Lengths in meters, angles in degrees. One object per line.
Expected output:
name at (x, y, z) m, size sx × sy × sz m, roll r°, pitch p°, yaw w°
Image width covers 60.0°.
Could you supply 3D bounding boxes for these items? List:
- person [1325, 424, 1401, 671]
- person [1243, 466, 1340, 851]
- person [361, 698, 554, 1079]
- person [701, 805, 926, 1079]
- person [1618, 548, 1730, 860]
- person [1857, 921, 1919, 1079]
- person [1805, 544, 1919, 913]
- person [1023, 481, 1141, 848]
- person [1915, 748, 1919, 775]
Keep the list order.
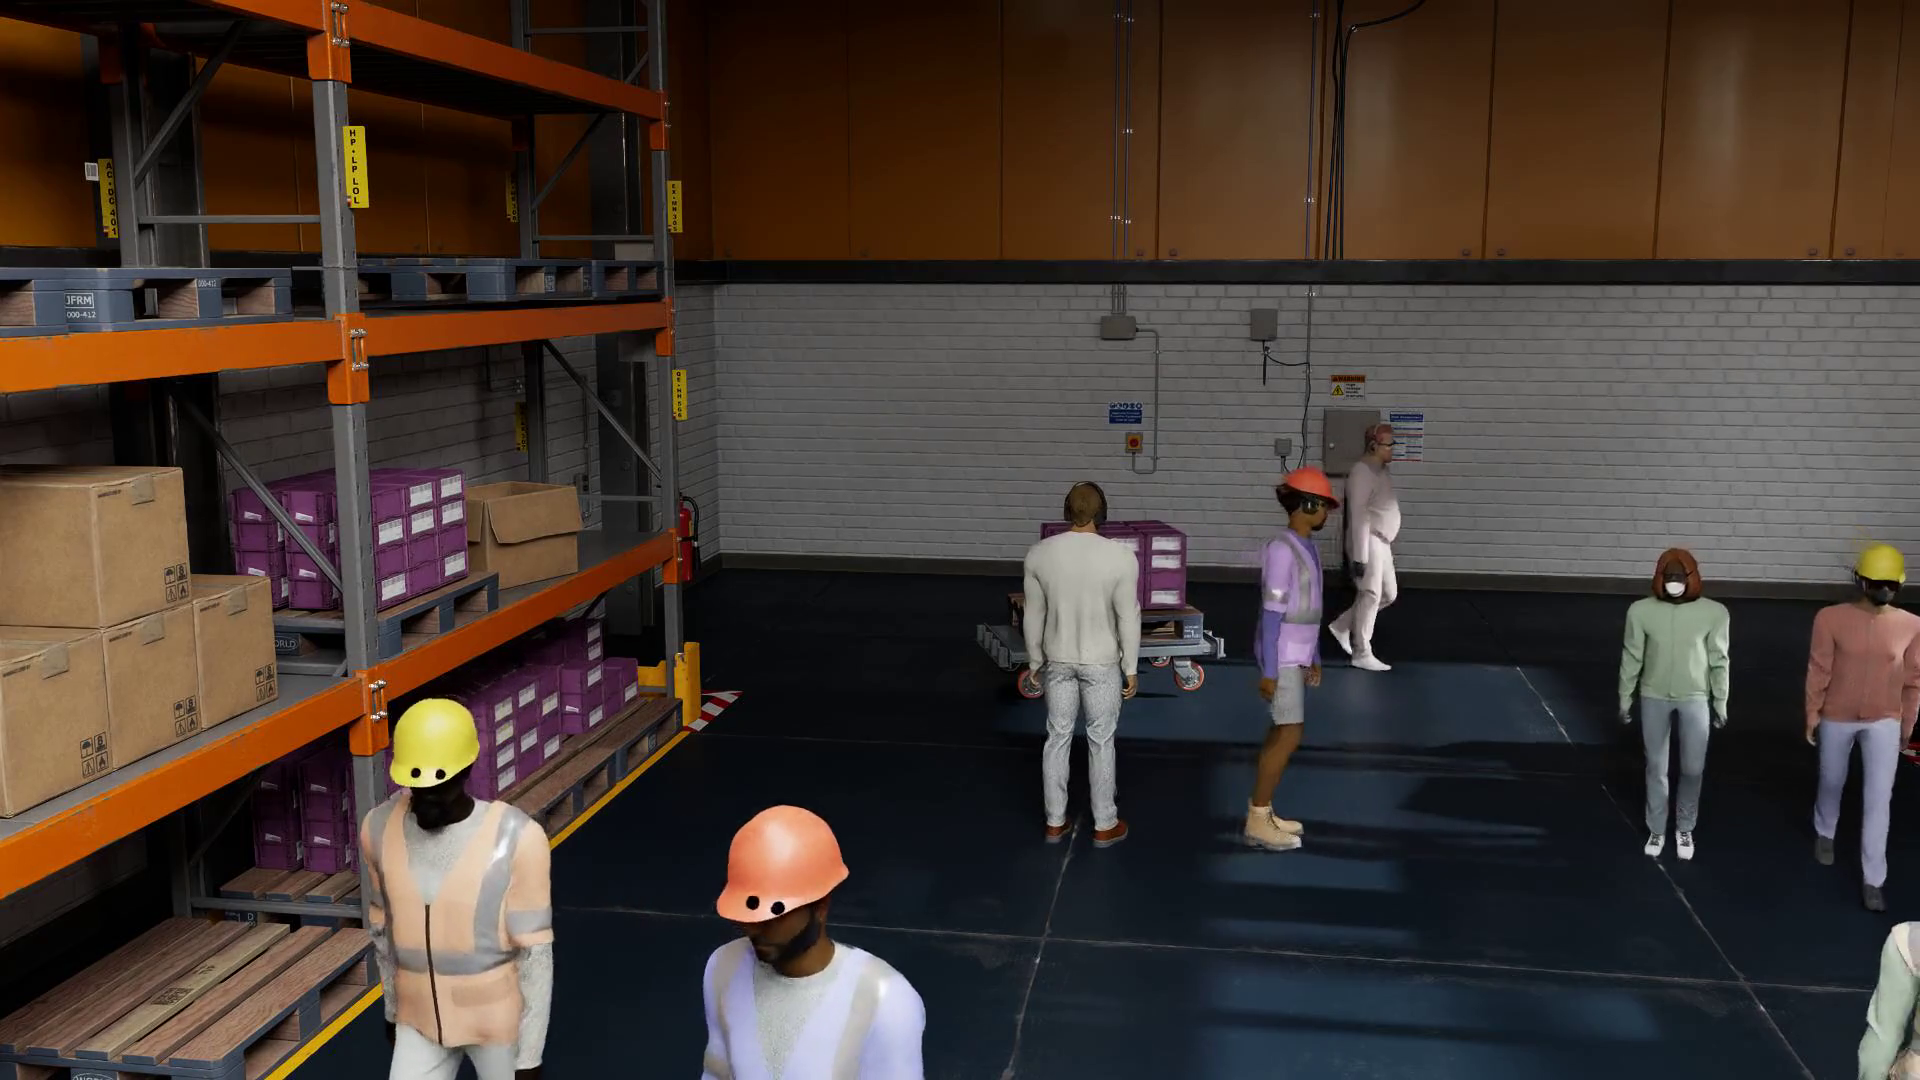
person at (3.089, 0.054, 12.617) m, size 0.485 × 1.890 × 0.660 m, roll 4°, pitch 10°, yaw 25°
person at (1.751, 0.616, 8.832) m, size 0.456 × 2.004 × 0.665 m, roll 4°, pitch 10°, yaw 22°
person at (-1.432, 1.356, 4.641) m, size 0.602 × 1.870 × 0.963 m, roll 2°, pitch 9°, yaw 12°
person at (-0.336, 1.495, 3.638) m, size 0.551 × 1.933 × 0.393 m, roll 5°, pitch 10°, yaw 26°
person at (3.648, 0.849, 8.543) m, size 0.519 × 1.619 × 0.408 m, roll 5°, pitch 10°, yaw 29°
person at (2.627, 1.532, 4.338) m, size 0.524 × 1.625 × 0.370 m, roll 2°, pitch 9°, yaw 13°
person at (4.429, 0.858, 8.176) m, size 0.522 × 1.727 × 0.897 m, roll 4°, pitch 10°, yaw 24°
person at (0.644, 0.654, 8.779) m, size 0.635 × 1.937 × 0.353 m, roll 3°, pitch 10°, yaw 20°
person at (5.924, 0.559, 9.987) m, size 0.315 × 1.742 × 0.651 m, roll 4°, pitch 10°, yaw 23°
